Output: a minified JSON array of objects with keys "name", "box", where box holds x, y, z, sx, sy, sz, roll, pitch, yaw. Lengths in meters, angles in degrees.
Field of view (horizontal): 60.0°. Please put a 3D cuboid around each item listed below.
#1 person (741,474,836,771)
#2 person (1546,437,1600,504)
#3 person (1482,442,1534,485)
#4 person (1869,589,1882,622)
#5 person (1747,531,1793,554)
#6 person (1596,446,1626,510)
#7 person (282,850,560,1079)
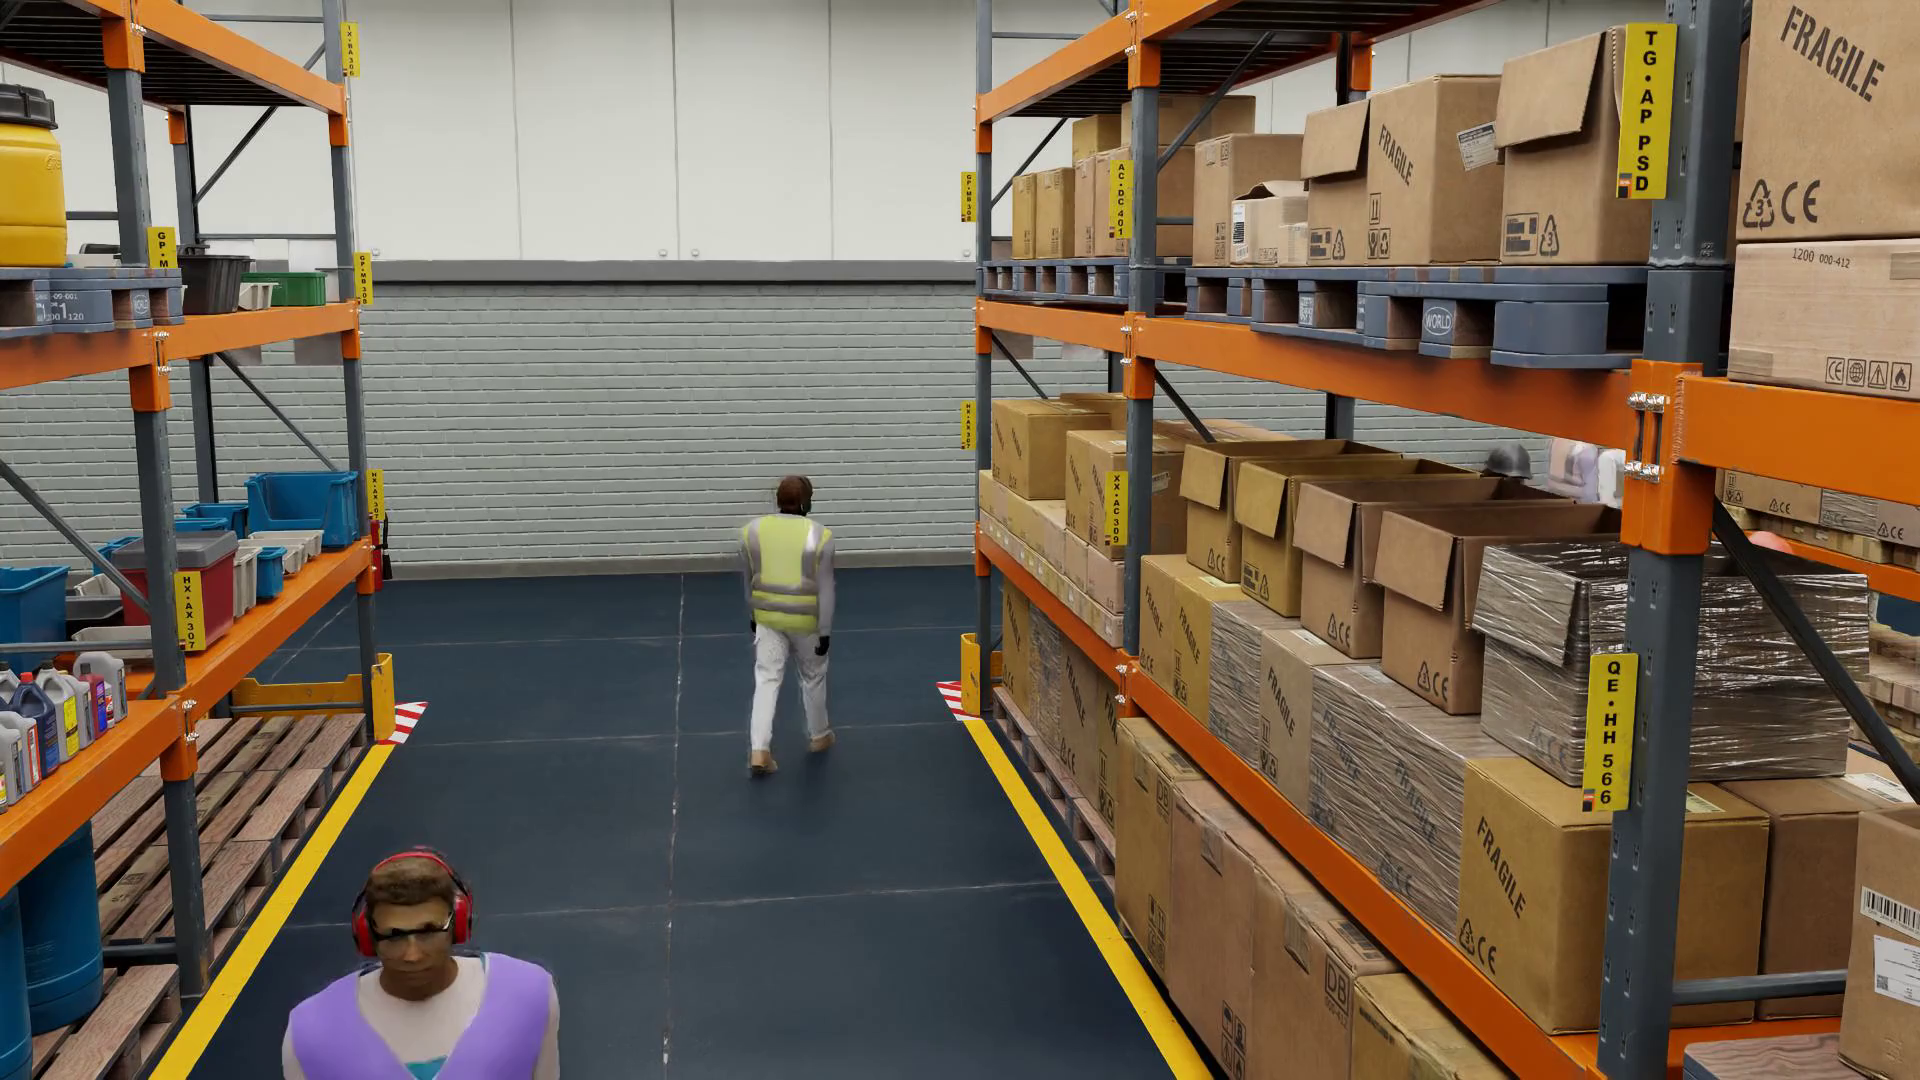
[{"name":"person","box":[-1.055,0.496,10.185,0.626,1.804,0.941,2,9,13]},{"name":"person","box":[5.583,-0.328,15.230,0.497,1.814,0.637,-1,9,-8]},{"name":"person","box":[3.229,0.412,9.958,0.709,2.000,0.566,-2,9,-12]},{"name":"person","box":[6.136,0.274,11.374,0.512,1.860,0.331,-5,10,-26]},{"name":"person","box":[3.377,0.925,7.111,0.551,1.934,0.373,-2,9,-14]},{"name":"person","box":[5.604,-0.151,14.106,0.628,1.843,0.998,-6,11,-35]},{"name":"person","box":[-1.111,1.560,3.528,0.607,1.819,0.757,-3,10,-15]}]
